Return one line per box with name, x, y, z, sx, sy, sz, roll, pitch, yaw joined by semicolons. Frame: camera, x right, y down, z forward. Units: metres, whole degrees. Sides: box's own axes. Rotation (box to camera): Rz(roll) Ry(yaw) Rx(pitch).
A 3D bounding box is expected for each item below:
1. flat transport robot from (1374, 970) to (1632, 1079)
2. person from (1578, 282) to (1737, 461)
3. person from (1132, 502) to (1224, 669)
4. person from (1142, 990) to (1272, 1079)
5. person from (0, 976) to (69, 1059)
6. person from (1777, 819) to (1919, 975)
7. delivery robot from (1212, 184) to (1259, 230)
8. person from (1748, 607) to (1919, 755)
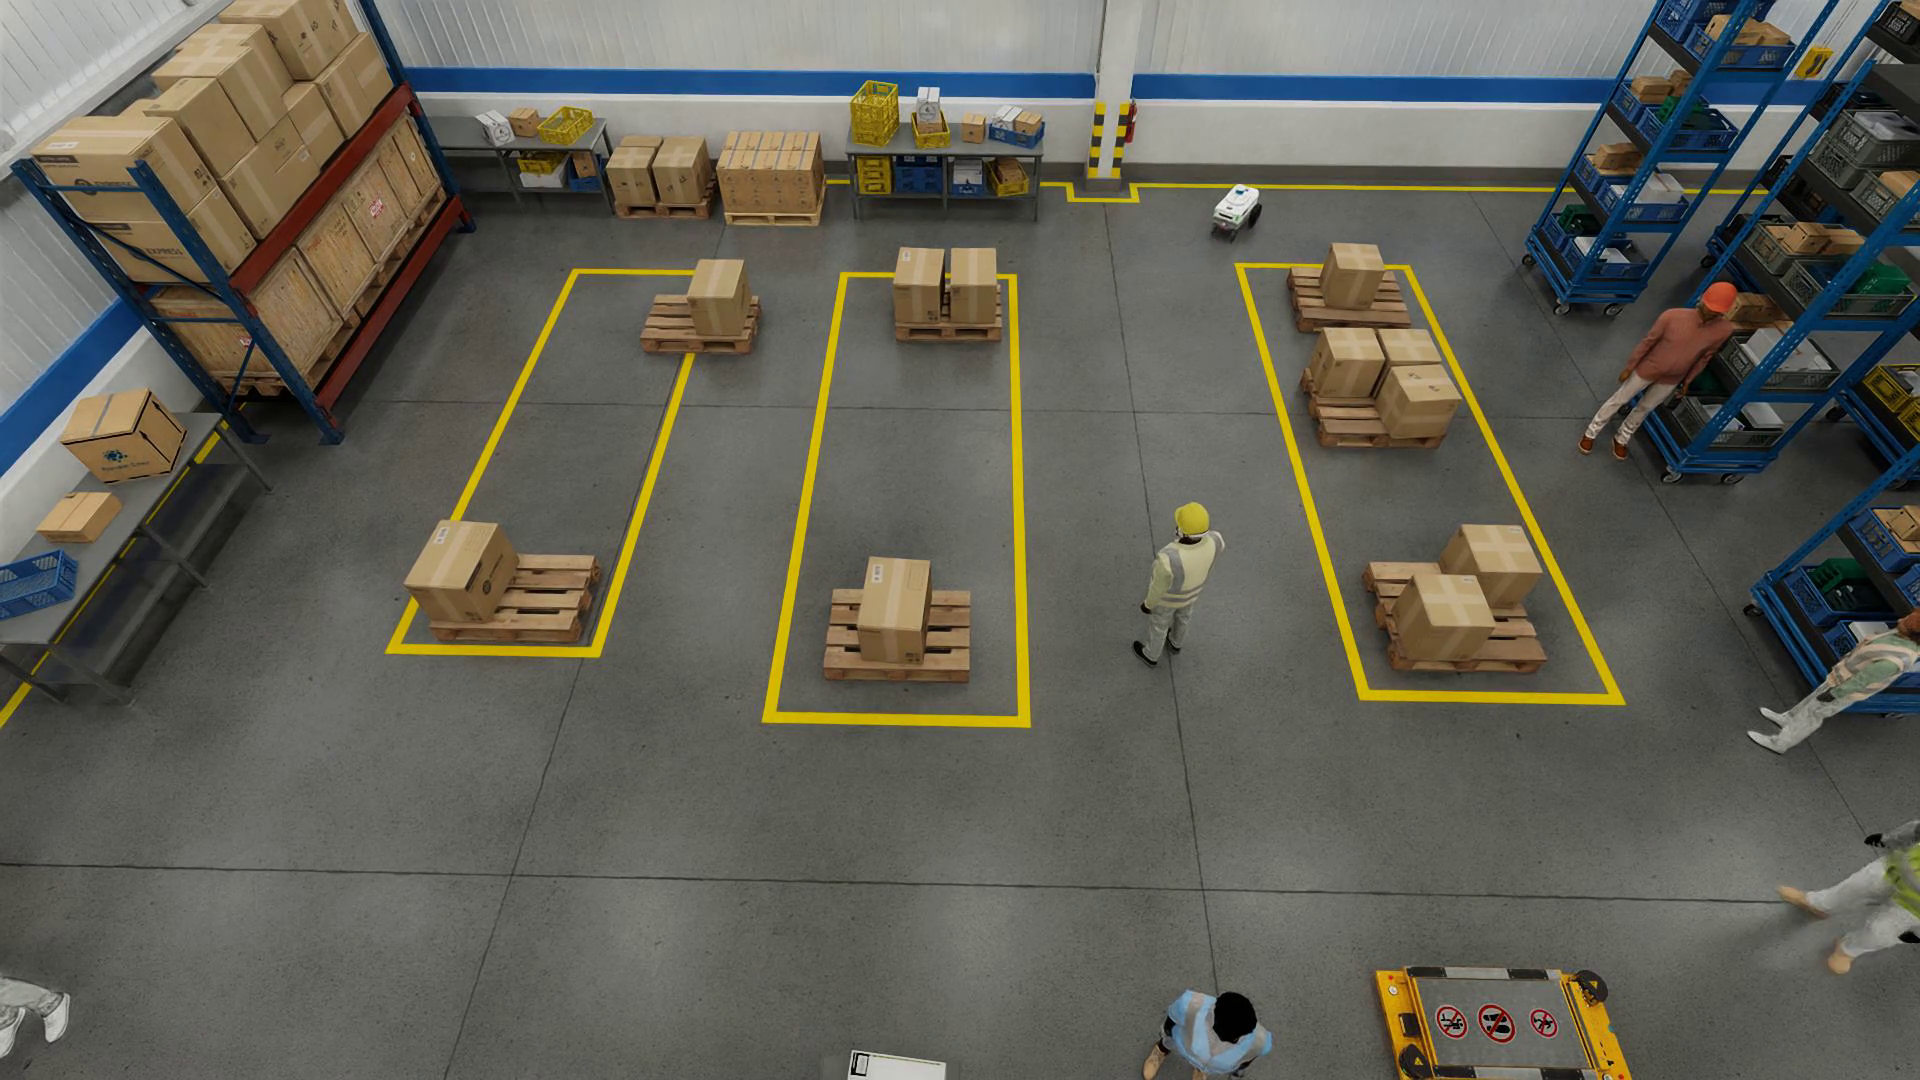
flat transport robot;3.501;3.133;5.914;1.431;0.197;0.652;1;51;1
person;6.605;-1.577;8.650;0.608;1.995;0.377;15;52;12
person;1.677;0.366;7.169;0.600;1.830;0.403;-23;54;-18
person;1.391;2.873;5.211;0.542;1.695;0.316;20;54;16
person;-6.106;2.582;5.317;0.581;1.911;0.391;-13;52;-11
person;5.958;2.171;5.722;0.434;1.816;0.693;5;51;4
delivery robot;3.528;-4.268;11.707;0.477;0.478;0.707;28;56;21
person;6.539;1.041;6.746;0.516;1.633;0.309;-35;59;-25
